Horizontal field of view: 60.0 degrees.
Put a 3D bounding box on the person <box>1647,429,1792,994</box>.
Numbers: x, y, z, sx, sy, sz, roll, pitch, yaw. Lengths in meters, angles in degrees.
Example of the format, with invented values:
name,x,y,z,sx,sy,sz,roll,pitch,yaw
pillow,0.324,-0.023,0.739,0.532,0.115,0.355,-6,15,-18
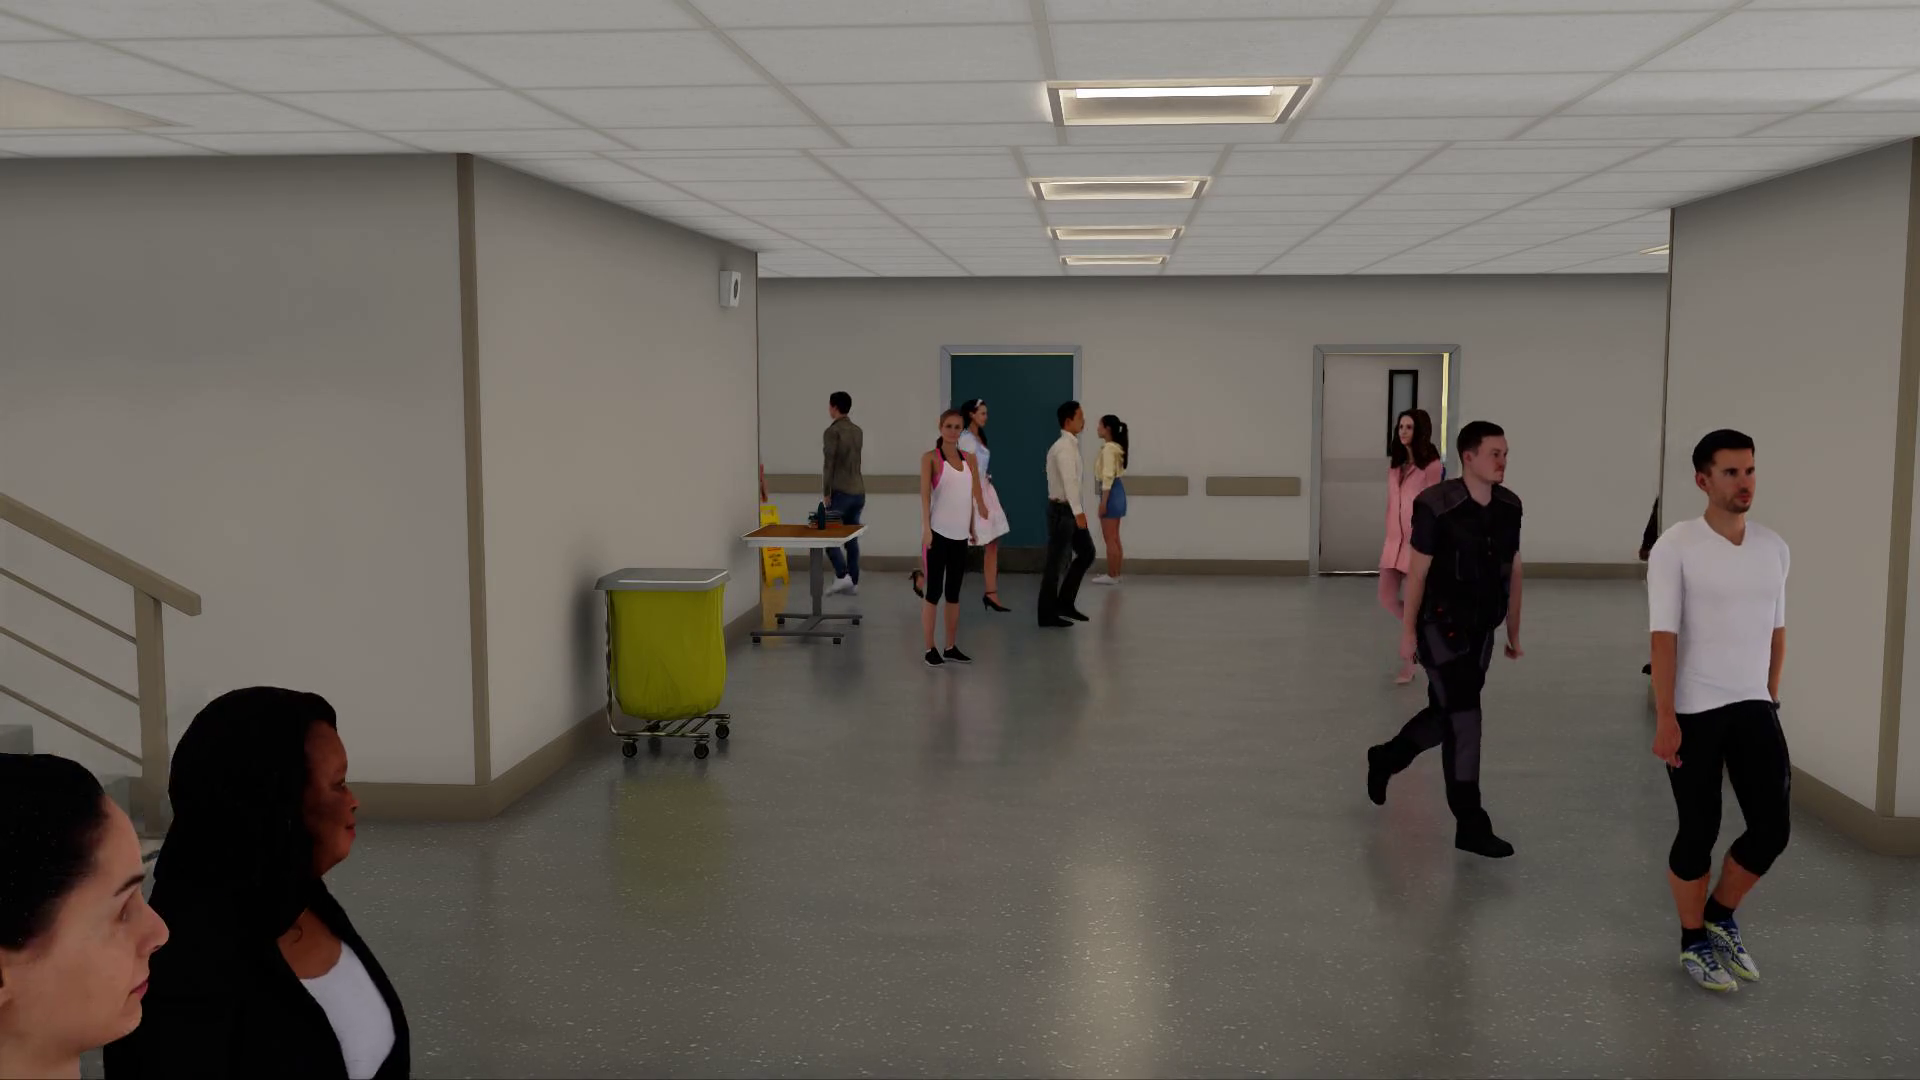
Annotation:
name,x,y,z,sx,sy,sz,roll,pitch,yaw
person,2.479,0.556,5.552,0.618,1.838,0.775,-1,6,-6

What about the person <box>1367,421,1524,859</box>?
name,x,y,z,sx,sy,sz,roll,pitch,yaw
person,2.042,0.417,7.142,1.253,1.796,1.201,-3,6,-27

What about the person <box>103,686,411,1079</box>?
name,x,y,z,sx,sy,sz,roll,pitch,yaw
person,-1.062,1.011,2.246,0.772,1.593,0.748,-1,6,-6

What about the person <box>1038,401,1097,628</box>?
name,x,y,z,sx,sy,sz,roll,pitch,yaw
person,0.734,-0.193,13.216,0.702,1.794,0.697,1,6,13

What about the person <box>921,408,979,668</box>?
name,x,y,z,sx,sy,sz,roll,pitch,yaw
person,-0.098,-0.025,11.585,0.658,1.786,0.740,-4,7,-34

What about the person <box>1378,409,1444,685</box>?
name,x,y,z,sx,sy,sz,roll,pitch,yaw
person,3.005,0.049,10.840,0.888,1.787,0.824,-4,7,-36

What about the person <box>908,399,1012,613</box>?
name,x,y,z,sx,sy,sz,roll,pitch,yaw
person,0.009,-0.254,13.884,1.157,1.781,0.797,2,6,15

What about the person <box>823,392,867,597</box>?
name,x,y,z,sx,sy,sz,roll,pitch,yaw
person,-0.972,-0.407,15.052,0.824,1.851,0.816,4,7,36

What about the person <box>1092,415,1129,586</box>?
name,x,y,z,sx,sy,sz,roll,pitch,yaw
person,1.459,-0.392,16.003,0.648,1.632,0.695,2,6,20
